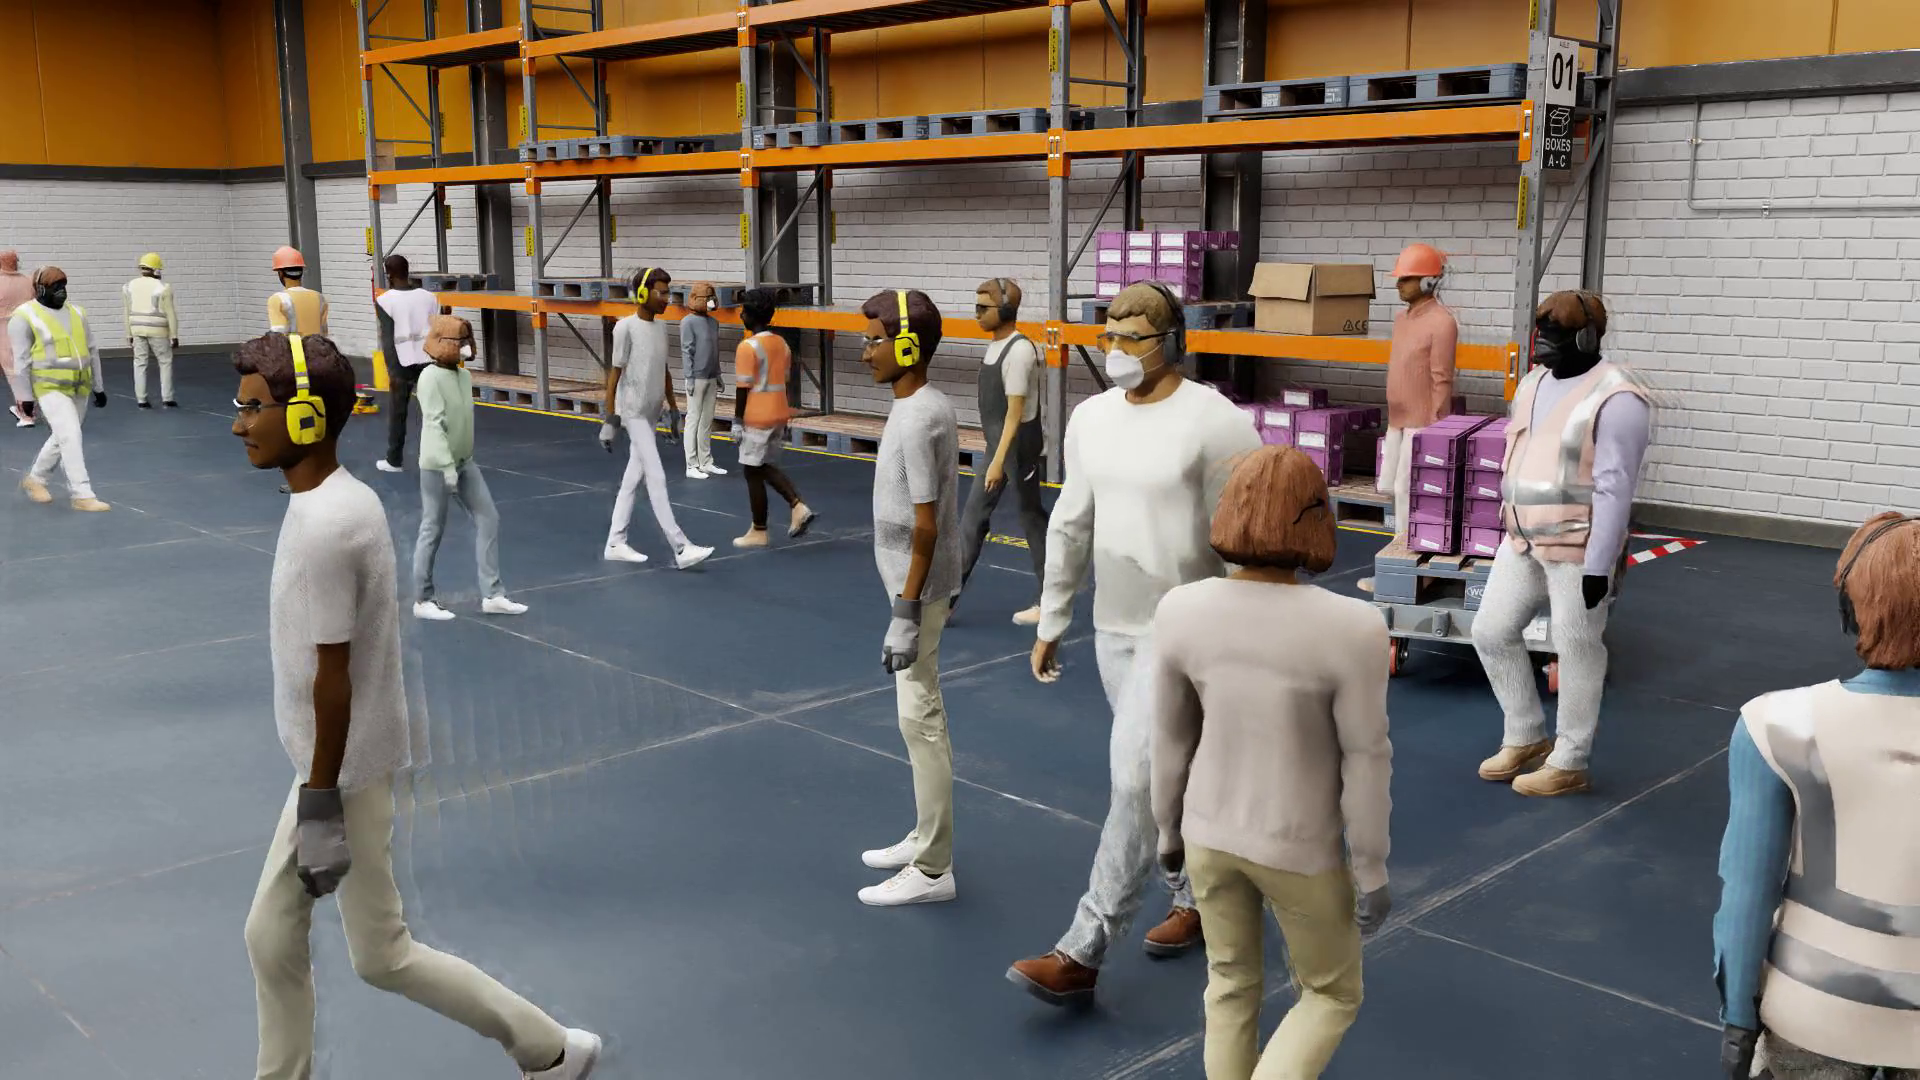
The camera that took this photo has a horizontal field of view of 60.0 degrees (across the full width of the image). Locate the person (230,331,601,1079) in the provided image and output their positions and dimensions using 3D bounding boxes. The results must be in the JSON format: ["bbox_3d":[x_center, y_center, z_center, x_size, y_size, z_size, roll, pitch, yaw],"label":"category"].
[{"bbox_3d":[-1.243,0.479,3.497,0.867,1.841,0.524,-4,11,-22],"label":"person"}]

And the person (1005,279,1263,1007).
[{"bbox_3d":[0.417,0.270,4.440,0.972,1.897,0.653,-8,13,-36],"label":"person"}]

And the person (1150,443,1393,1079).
[{"bbox_3d":[0.593,0.618,3.294,0.514,1.621,0.435,8,13,36],"label":"person"}]

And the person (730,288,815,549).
[{"bbox_3d":[-1.245,-0.768,10.688,0.430,1.684,0.538,4,11,22],"label":"person"}]

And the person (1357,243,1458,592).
[{"bbox_3d":[2.631,-0.681,9.424,0.667,1.978,0.634,-2,11,-11],"label":"person"}]

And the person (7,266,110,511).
[{"bbox_3d":[-6.723,-1.128,12.359,0.907,1.812,0.633,4,11,19],"label":"person"}]

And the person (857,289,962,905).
[{"bbox_3d":[-0.158,0.179,5.046,0.329,1.868,0.512,0,10,1],"label":"person"}]

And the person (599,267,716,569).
[{"bbox_3d":[-1.838,-0.727,10.125,0.941,1.813,0.544,4,11,21],"label":"person"}]

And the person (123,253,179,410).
[{"bbox_3d":[-9.393,-2.419,19.377,0.598,1.812,0.455,1,10,5],"label":"person"}]

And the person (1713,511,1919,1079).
[{"bbox_3d":[1.428,0.768,2.550,0.513,1.609,0.765,5,11,24],"label":"person"}]

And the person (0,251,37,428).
[{"bbox_3d":[-10.127,-2.140,17.730,1.008,1.851,0.659,9,13,39],"label":"person"}]

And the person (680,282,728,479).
[{"bbox_3d":[-2.151,-1.341,13.963,0.279,1.634,0.499,5,11,24],"label":"person"}]

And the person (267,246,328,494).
[{"bbox_3d":[-5.203,-1.327,13.065,0.364,1.933,0.552,5,11,24],"label":"person"}]

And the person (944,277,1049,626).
[{"bbox_3d":[0.150,-0.423,8.495,0.933,1.799,0.538,-4,11,-20],"label":"person"}]

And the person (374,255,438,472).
[{"bbox_3d":[-4.617,-1.469,14.060,0.945,1.864,0.622,9,14,41],"label":"person"}]

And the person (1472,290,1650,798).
[{"bbox_3d":[2.110,0.031,5.942,0.521,1.829,0.652,-3,11,-18],"label":"person"}]

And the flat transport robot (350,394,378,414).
[{"bbox_3d":[-7.292,-1.579,18.985,1.431,0.197,0.652,10,14,43],"label":"flat transport robot"}]

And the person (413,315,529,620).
[{"bbox_3d":[-2.600,-0.363,8.714,0.705,1.610,0.515,3,11,16],"label":"person"}]
